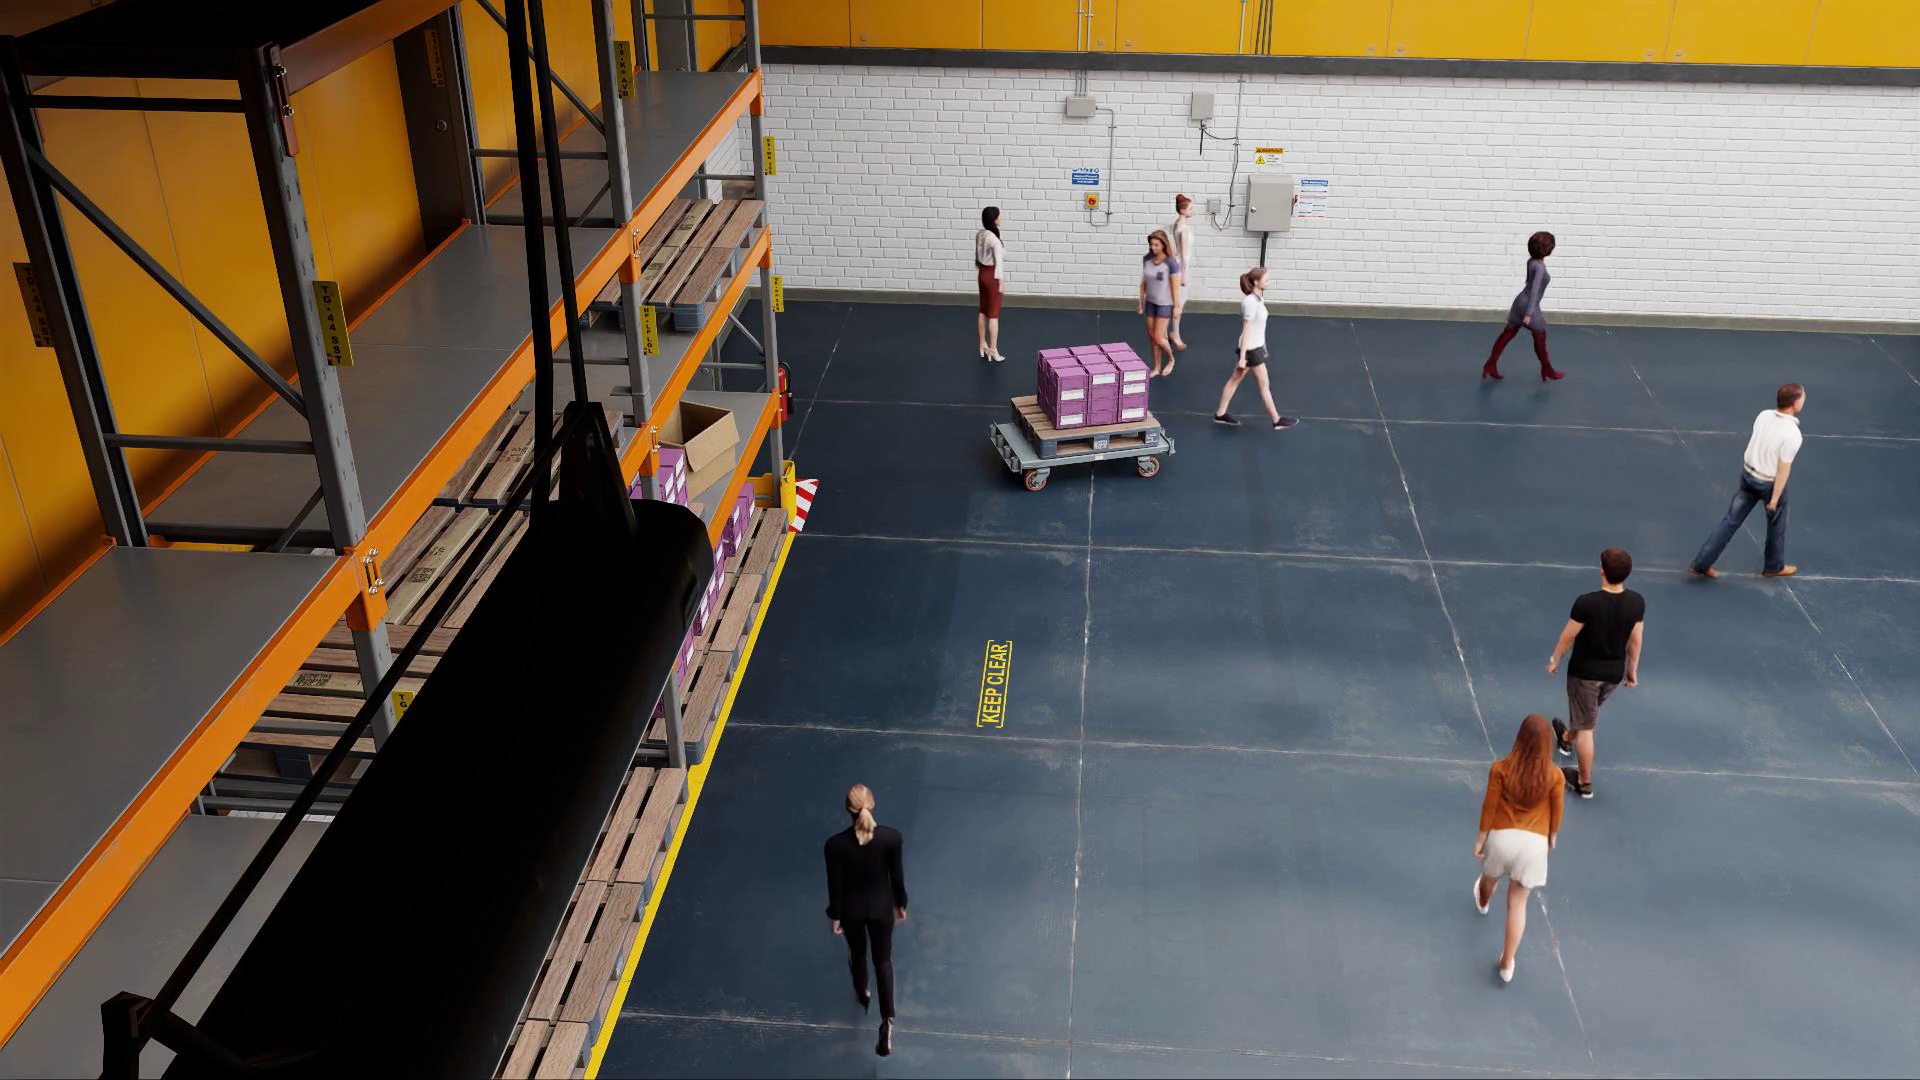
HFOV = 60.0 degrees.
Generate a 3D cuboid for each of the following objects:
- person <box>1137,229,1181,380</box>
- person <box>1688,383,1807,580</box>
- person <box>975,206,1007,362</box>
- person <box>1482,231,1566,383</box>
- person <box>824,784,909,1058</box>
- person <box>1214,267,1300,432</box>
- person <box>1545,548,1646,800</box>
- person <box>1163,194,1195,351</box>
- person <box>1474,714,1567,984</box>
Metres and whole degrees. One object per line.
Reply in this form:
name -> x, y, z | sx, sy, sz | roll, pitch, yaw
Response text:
person -> 2.205, -2.561, 17.947 | 0.819, 1.703, 0.761 | -25, 37, -38
person -> 6.638, -0.452, 13.964 | 1.015, 1.814, 1.244 | -7, 29, -13
person -> 0.335, -2.838, 18.405 | 0.733, 1.750, 0.632 | -15, 32, -25
person -> 5.975, -2.448, 17.780 | 0.702, 1.665, 1.017 | 1, 29, 1
person -> -0.512, 2.146, 9.330 | 0.788, 1.691, 1.051 | -5, 29, -9
person -> 2.834, -1.903, 16.733 | 0.792, 1.710, 1.068 | 7, 29, 13
person -> 4.386, 0.951, 11.368 | 0.857, 1.837, 1.098 | -4, 29, -7
person -> 2.443, -3.010, 18.674 | 0.665, 1.795, 0.530 | 0, 29, 0
person -> 3.314, 1.856, 9.881 | 0.781, 1.674, 1.133 | 8, 30, 15
